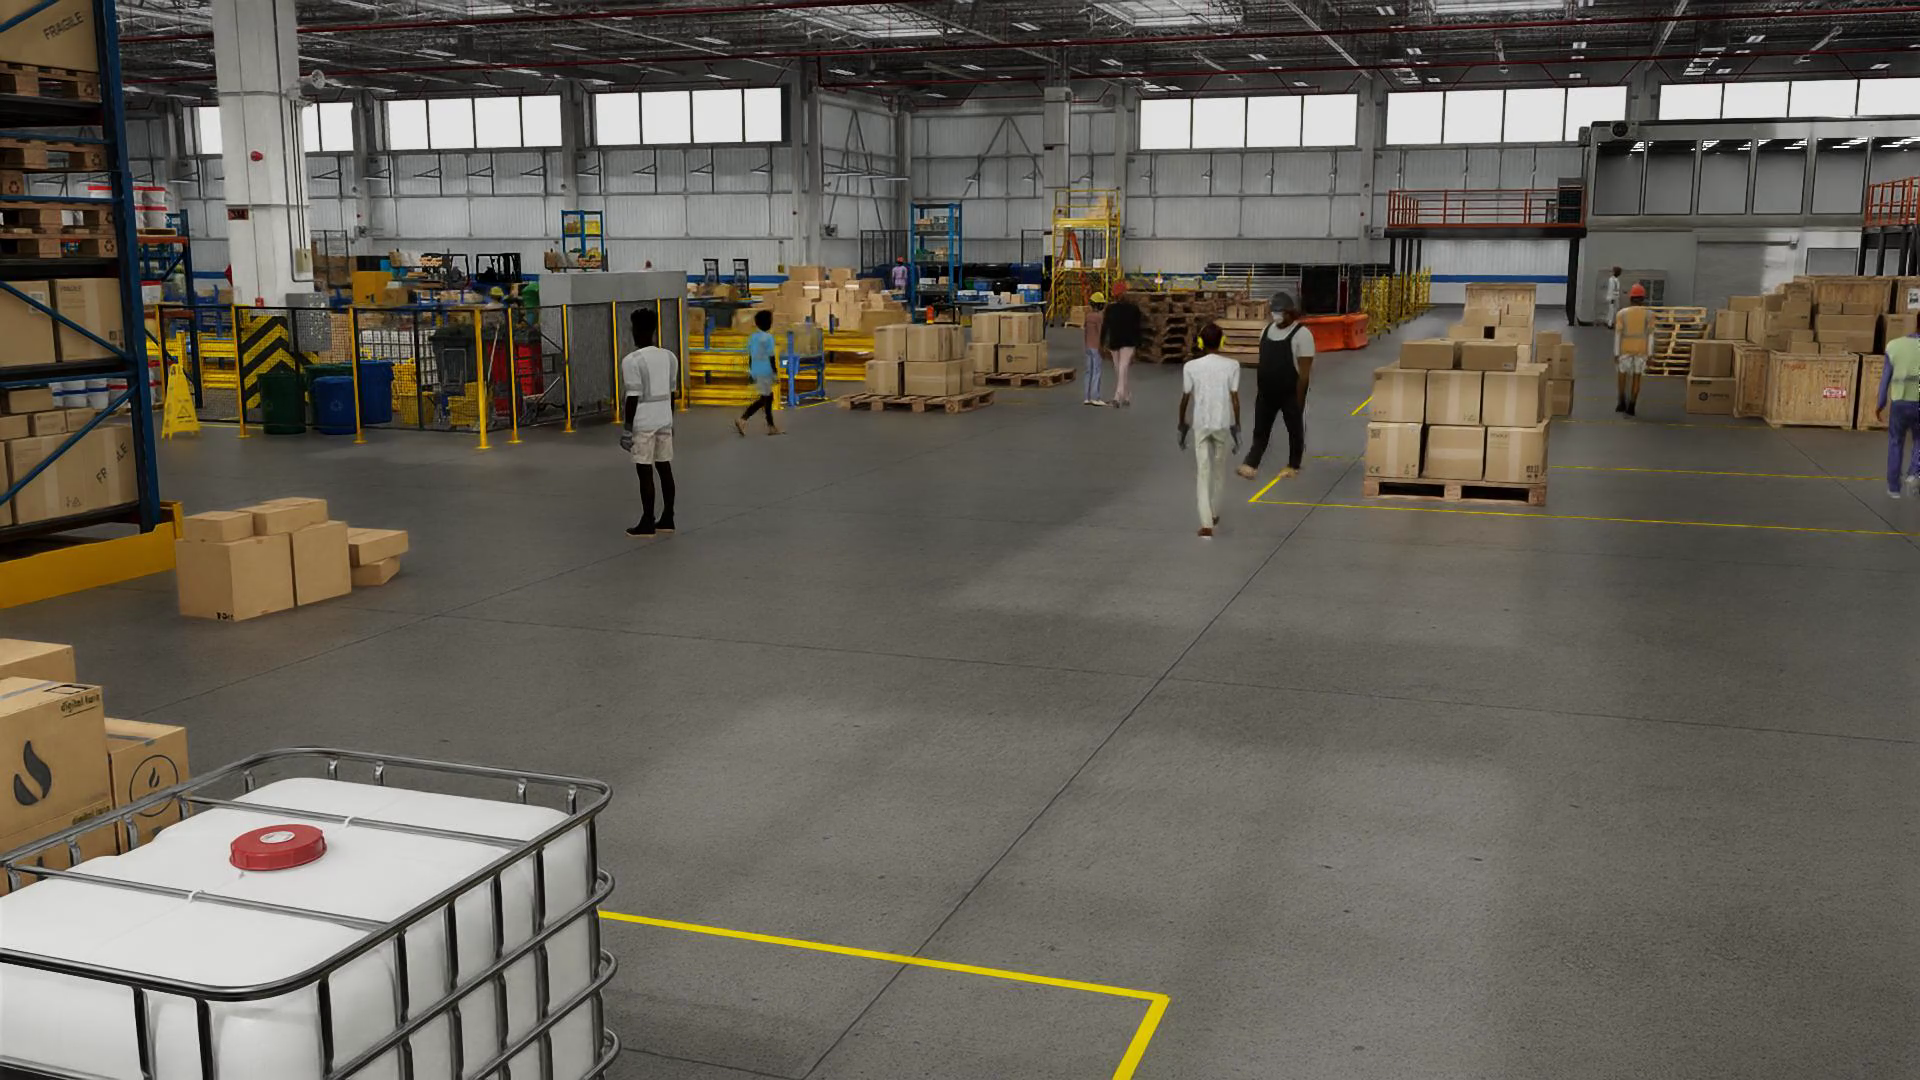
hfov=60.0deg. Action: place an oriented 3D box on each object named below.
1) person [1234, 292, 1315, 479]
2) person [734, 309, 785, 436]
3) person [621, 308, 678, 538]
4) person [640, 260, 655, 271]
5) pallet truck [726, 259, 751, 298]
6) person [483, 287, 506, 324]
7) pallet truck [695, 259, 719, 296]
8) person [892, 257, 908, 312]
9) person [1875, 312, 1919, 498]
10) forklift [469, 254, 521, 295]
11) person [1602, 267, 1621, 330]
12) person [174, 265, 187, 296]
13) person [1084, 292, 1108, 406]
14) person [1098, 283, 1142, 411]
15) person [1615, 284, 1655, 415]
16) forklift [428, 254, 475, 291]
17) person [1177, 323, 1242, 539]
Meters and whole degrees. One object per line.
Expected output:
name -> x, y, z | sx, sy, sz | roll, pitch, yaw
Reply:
person -> 3.340, -1.630, 17.616 | 0.957, 2.000, 0.709 | -10, 14, -44
person -> -2.632, -2.170, 21.696 | 0.742, 1.672, 0.533 | -6, 12, -32
person -> -2.672, -0.998, 14.269 | 0.368, 1.966, 0.602 | 6, 12, 32
person -> -11.888, -9.731, 63.621 | 0.651, 1.906, 0.403 | 1, 10, 4
pallet truck -> -7.986, -9.493, 62.019 | 0.823, 1.965, 1.885 | 3, 11, 17
person -> -8.568, -3.841, 30.958 | 0.895, 1.721, 0.565 | 5, 11, 25
pallet truck -> -9.165, -9.627, 62.776 | 0.823, 1.965, 1.885 | 4, 11, 23
person -> -2.236, -9.575, 62.356 | 0.605, 2.044, 0.375 | 3, 10, 16
person -> 9.402, -1.348, 16.435 | 0.626, 1.892, 0.464 | 6, 11, 29
forklift -> -17.990, -10.121, 64.684 | 1.157, 1.987, 2.680 | 3, 11, 17
person -> 19.264, -7.130, 49.084 | 0.466, 1.866, 0.614 | 8, 13, 39
person -> -27.355, -8.763, 58.474 | 0.598, 1.803, 0.810 | 5, 11, 25
person -> 2.132, -2.980, 25.993 | 0.314, 1.768, 0.527 | -5, 11, -28
person -> 2.413, -2.940, 25.327 | 0.593, 1.925, 1.016 | 7, 13, 36
person -> 9.941, -2.805, 24.543 | 0.544, 1.922, 0.491 | 4, 11, 19
forklift -> -20.133, -10.254, 65.465 | 1.157, 1.987, 2.680 | 3, 11, 19
person -> 2.155, -0.958, 14.460 | 0.524, 1.821, 0.946 | 0, 10, 0
